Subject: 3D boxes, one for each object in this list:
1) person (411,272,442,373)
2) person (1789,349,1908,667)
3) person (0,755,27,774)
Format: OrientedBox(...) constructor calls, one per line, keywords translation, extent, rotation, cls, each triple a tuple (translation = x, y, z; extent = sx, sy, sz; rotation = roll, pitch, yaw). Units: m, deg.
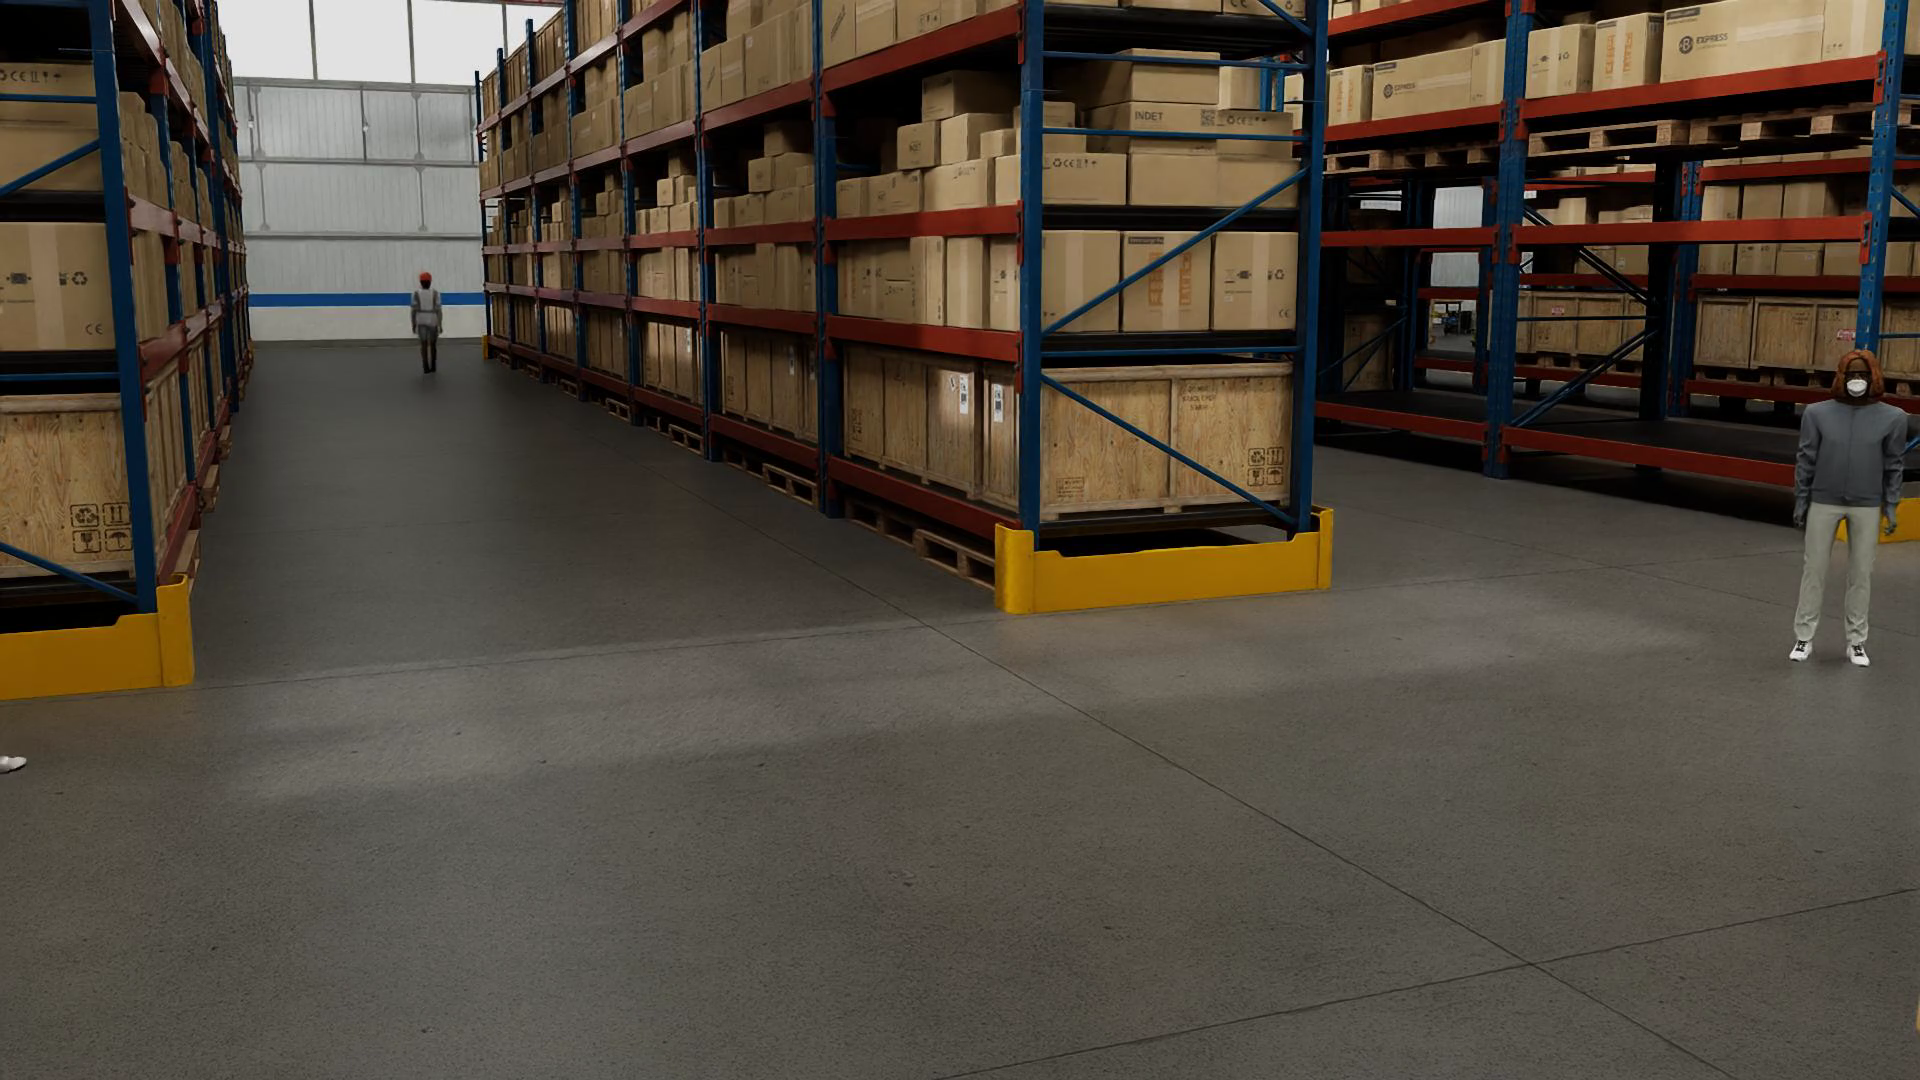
OrientedBox(translation=(-10.047, -4.094, 31.344), extent=(0.557, 1.899, 0.971), rotation=(-3, 10, -15), cls="person")
OrientedBox(translation=(4.566, -0.164, 8.575), extent=(0.497, 1.633, 0.285), rotation=(4, 10, 25), cls="person")
OrientedBox(translation=(-4.204, 0.054, 6.515), extent=(0.735, 1.881, 0.655), rotation=(-7, 12, -36), cls="person")
